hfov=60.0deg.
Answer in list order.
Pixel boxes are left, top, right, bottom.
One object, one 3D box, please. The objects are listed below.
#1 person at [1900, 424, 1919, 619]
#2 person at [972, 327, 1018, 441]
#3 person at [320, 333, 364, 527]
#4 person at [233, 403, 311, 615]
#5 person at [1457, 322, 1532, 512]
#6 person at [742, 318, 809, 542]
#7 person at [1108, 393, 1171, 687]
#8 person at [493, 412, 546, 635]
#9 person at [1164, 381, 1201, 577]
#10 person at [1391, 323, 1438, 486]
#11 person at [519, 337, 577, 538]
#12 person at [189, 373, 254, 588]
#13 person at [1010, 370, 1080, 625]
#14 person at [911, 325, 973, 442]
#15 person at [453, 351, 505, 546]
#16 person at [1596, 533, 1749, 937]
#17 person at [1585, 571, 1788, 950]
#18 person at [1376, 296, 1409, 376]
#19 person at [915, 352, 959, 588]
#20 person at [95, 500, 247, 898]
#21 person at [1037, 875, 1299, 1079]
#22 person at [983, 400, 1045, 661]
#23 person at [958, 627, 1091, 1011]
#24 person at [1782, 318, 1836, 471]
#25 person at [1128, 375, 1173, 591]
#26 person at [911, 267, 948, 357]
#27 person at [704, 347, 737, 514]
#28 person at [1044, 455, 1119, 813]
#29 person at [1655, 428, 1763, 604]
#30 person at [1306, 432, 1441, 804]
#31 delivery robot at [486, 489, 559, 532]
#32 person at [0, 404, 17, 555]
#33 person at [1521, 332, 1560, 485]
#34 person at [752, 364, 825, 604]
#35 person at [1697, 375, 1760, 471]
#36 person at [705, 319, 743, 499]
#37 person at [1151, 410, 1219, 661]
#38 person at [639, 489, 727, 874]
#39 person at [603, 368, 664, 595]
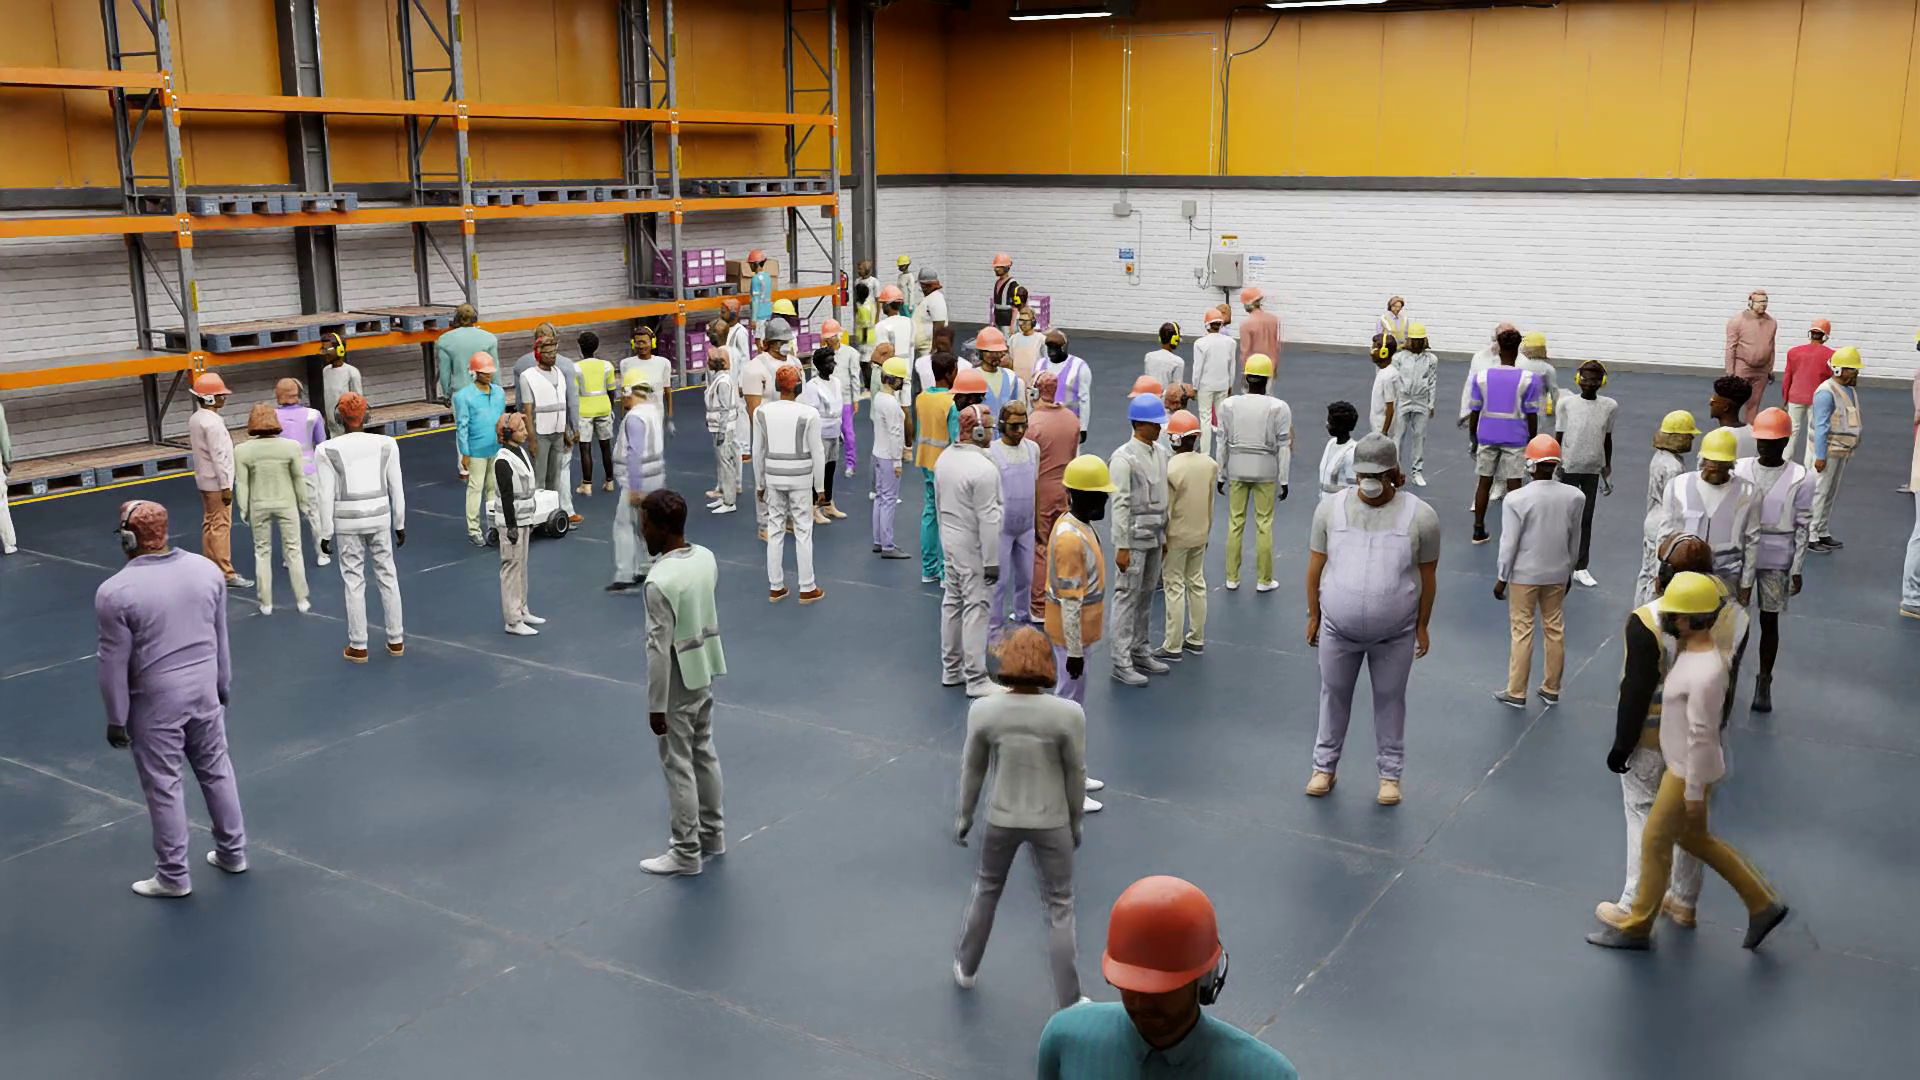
[{"bbox_3d":[7.427,-0.395,12.624,0.387,1.993,0.611,8,15,33],"label":"person"},{"bbox_3d":[0.258,-0.808,14.305,0.605,2.045,0.377,-8,15,-31],"label":"person"},{"bbox_3d":[-5.779,-1.009,15.560,0.533,1.869,0.311,8,15,31],"label":"person"},{"bbox_3d":[-5.256,-0.230,12.724,0.506,1.628,0.278,-4,14,-17],"label":"person"},{"bbox_3d":[5.351,-1.253,16.628,0.902,1.866,0.648,-10,17,-38],"label":"person"},{"bbox_3d":[-1.612,-1.010,15.187,0.537,2.000,0.679,10,16,37],"label":"person"},{"bbox_3d":[1.203,-0.012,11.061,0.390,1.946,0.614,9,16,33],"label":"person"},{"bbox_3d":[-3.264,-0.125,12.228,0.309,1.641,0.514,-1,13,-2],"label":"person"},{"bbox_3d":[1.795,-0.498,13.843,0.309,1.641,0.513,-11,17,-40],"label":"person"},{"bbox_3d":[4.812,-1.435,17.681,0.489,1.744,0.295,0,13,1],"label":"person"},{"bbox_3d":[-3.834,-0.964,15.408,0.388,1.847,0.563,6,14,25],"label":"person"},{"bbox_3d":[-6.036,-0.484,13.531,0.327,1.752,0.561,-10,17,-38],"label":"person"},{"bbox_3d":[0.608,-0.321,12.494,0.407,1.906,0.655,11,17,40],"label":"person"},{"bbox_3d":[-0.161,-1.154,16.159,0.594,1.894,0.757,3,13,12],"label":"person"},{"bbox_3d":[-4.284,-0.834,15.054,0.342,1.748,0.573,8,15,31],"label":"person"},{"bbox_3d":[3.169,0.871,7.462,0.637,1.842,0.429,-5,14,-21],"label":"person"},{"bbox_3d":[3.224,0.986,7.199,0.754,1.739,0.525,5,14,19],"label":"person"},{"bbox_3d":[5.794,-2.459,22.350,0.514,1.640,0.310,-5,14,-21],"label":"person"},{"bbox_3d":[-0.146,-0.568,13.539,0.392,1.920,0.592,-9,16,-35],"label":"person"},{"bbox_3d":[-3.776,0.746,7.915,0.402,1.895,0.663,7,15,28],"label":"person"},{"bbox_3d":[0.424,1.669,3.667,0.608,1.995,0.377,5,14,19],"label":"person"},{"bbox_3d":[0.357,-0.067,11.559,0.516,1.835,0.358,-9,16,-33],"label":"person"},{"bbox_3d":[0.249,1.143,6.822,0.576,1.611,0.397,4,14,18],"label":"person"},{"bbox_3d":[9.307,-1.554,18.211,0.575,1.739,0.355,9,16,35],"label":"person"},{"bbox_3d":[1.503,-0.452,13.392,0.339,1.752,0.564,-4,14,-18],"label":"person"},{"bbox_3d":[-0.430,-2.612,22.136,0.535,2.000,0.684,-2,13,-7],"label":"person"},{"bbox_3d":[-2.352,-1.083,16.382,0.308,1.641,0.514,-4,13,-15],"label":"person"},{"bbox_3d":[0.647,0.488,8.937,0.381,1.924,0.594,2,13,7],"label":"person"},{"bbox_3d":[4.678,0.194,10.442,0.594,1.825,0.403,6,14,25],"label":"person"},{"bbox_3d":[2.197,0.424,8.966,0.690,2.000,0.538,5,14,20],"label":"person"},{"bbox_3d":[-3.981,-0.295,15.134,0.477,0.478,0.707,6,14,24],"label":"delivery robot"},{"bbox_3d":[-8.561,-0.651,14.508,0.517,1.639,0.313,-9,16,-34],"label":"person"},{"bbox_3d":[5.921,-1.292,17.173,0.876,1.694,0.498,-11,17,-40],"label":"person"},{"bbox_3d":[-1.330,-0.434,13.031,0.583,1.882,0.338,4,14,16],"label":"person"},{"bbox_3d":[5.379,-0.187,11.780,0.607,1.966,0.367,-10,16,-38],"label":"person"},{"bbox_3d":[-2.434,-1.338,17.035,0.331,1.844,0.519,6,14,23],"label":"person"},{"bbox_3d":[1.537,-0.033,11.578,0.561,1.752,0.324,-11,17,-40],"label":"person"},{"bbox_3d":[-1.352,0.693,8.099,0.396,1.911,0.588,4,14,16],"label":"person"},{"bbox_3d":[-2.625,-0.464,13.361,0.475,1.795,0.690,0,13,2],"label":"person"}]
